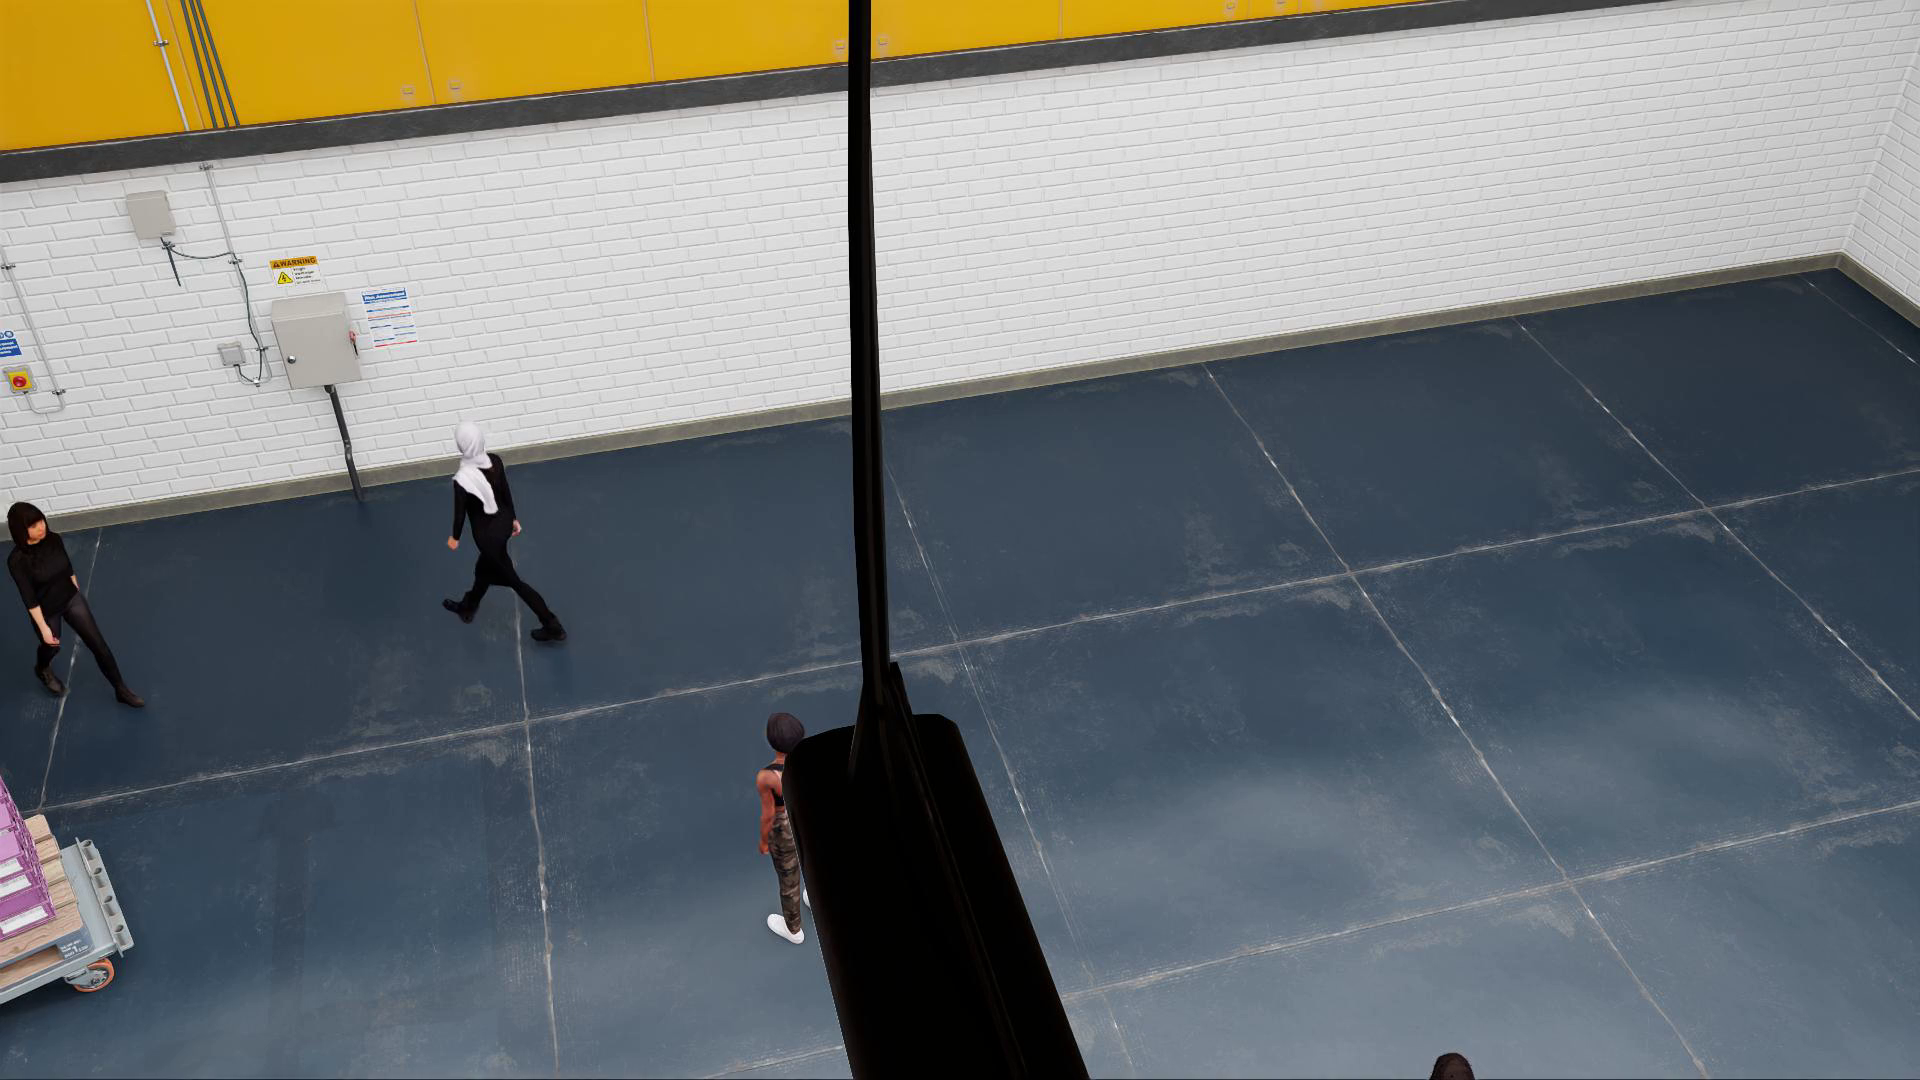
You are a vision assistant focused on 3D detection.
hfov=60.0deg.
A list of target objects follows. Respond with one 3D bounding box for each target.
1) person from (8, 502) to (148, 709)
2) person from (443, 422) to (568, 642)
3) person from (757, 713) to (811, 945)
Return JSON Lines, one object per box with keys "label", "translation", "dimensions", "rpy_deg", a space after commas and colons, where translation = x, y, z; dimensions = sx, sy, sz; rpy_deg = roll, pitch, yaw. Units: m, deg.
{"label": "person", "translation": [-5.882, 0.431, 10.708], "dimensions": [1.086, 1.609, 1.041], "rpy_deg": [19, 42, 22]}
{"label": "person", "translation": [-3.028, 0.033, 11.115], "dimensions": [1.073, 1.724, 1.171], "rpy_deg": [11, 40, 14]}
{"label": "person", "translation": [-0.919, 1.582, 9.194], "dimensions": [0.658, 1.701, 0.676], "rpy_deg": [-31, 48, -33]}
